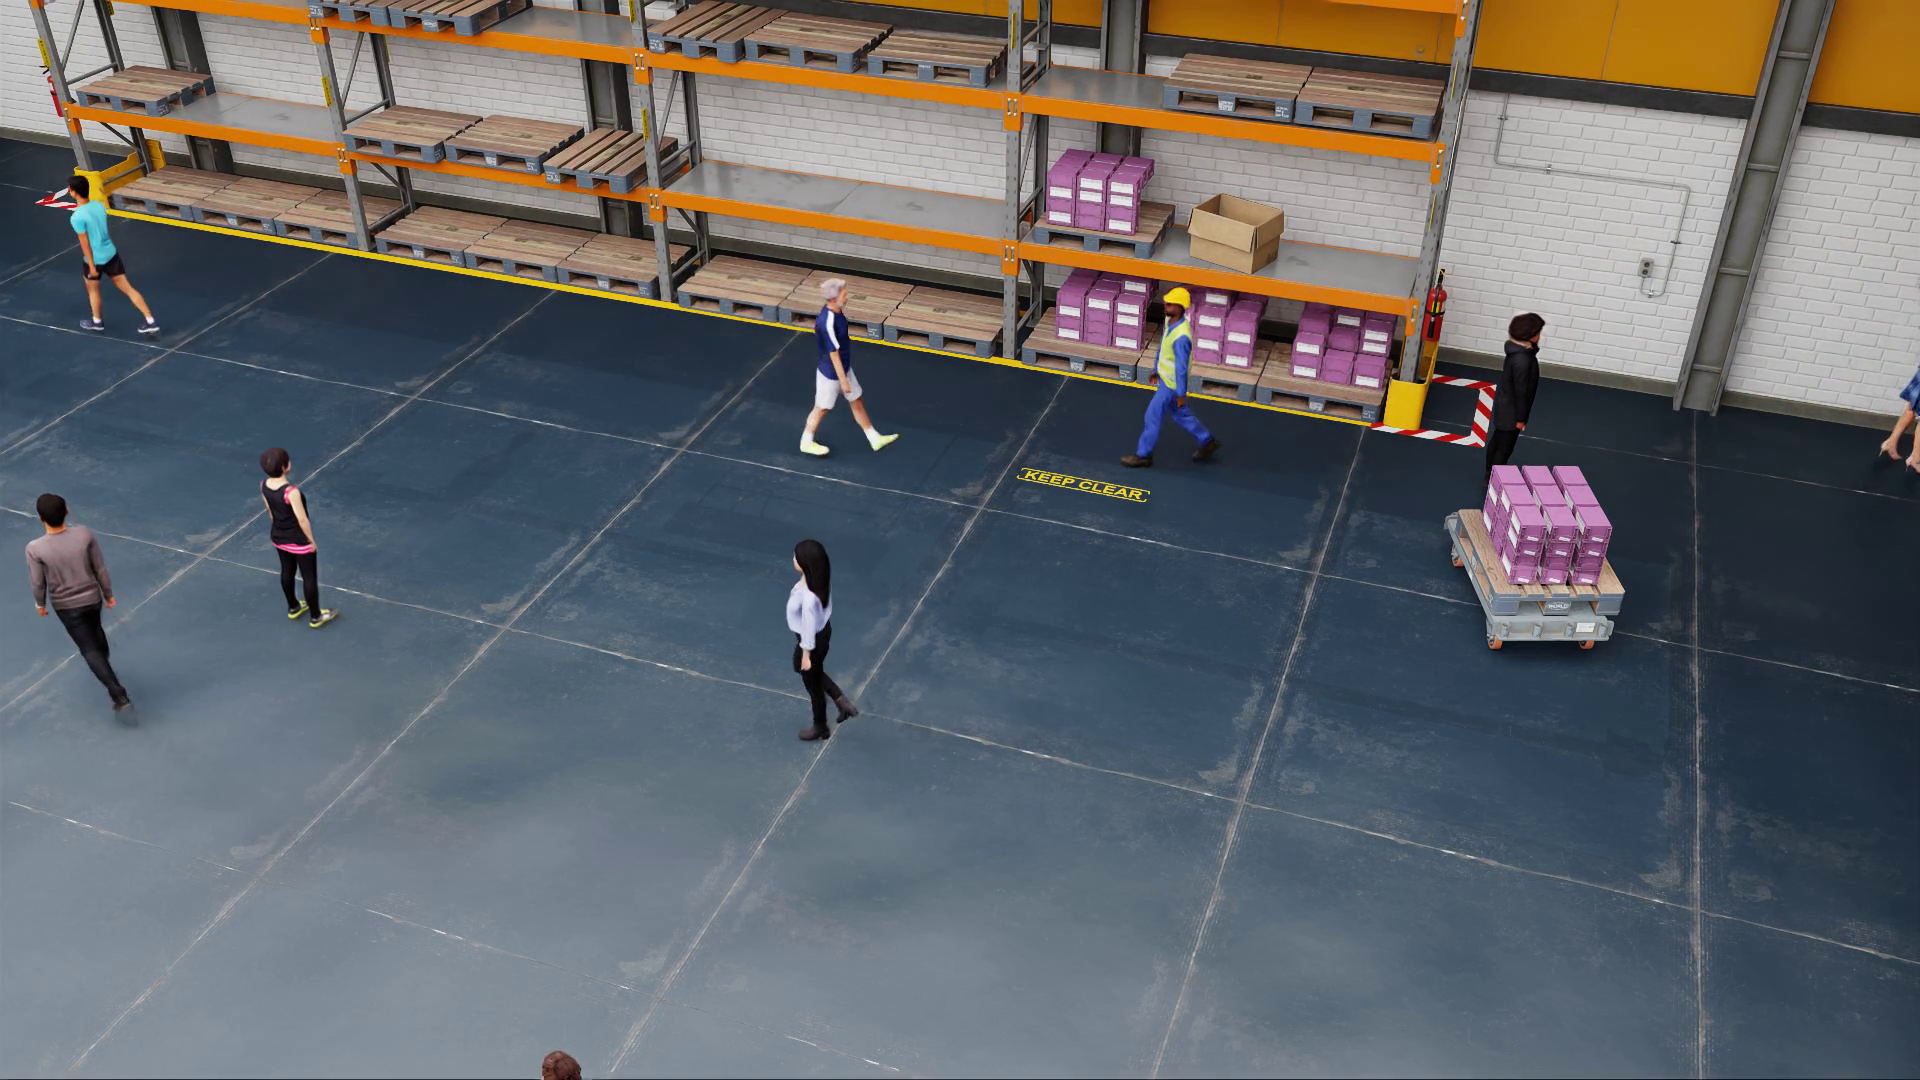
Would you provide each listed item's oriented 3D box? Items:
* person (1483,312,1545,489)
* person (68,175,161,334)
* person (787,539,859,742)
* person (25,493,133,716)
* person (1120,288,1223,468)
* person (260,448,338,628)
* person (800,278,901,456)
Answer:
[{"bbox_3d":[4.845,-1.176,14.599,0.690,1.781,0.687,3,34,4],"label":"person"},{"bbox_3d":[-8.801,-2.892,17.229,1.181,1.725,0.685,9,35,13],"label":"person"},{"bbox_3d":[-0.944,0.735,11.762,0.801,1.738,0.760,3,34,4],"label":"person"},{"bbox_3d":[-6.404,0.498,12.121,0.939,1.735,1.215,13,36,18],"label":"person"},{"bbox_3d":[1.996,-1.444,14.994,1.249,1.789,0.912,1,34,1],"label":"person"},{"bbox_3d":[-5.266,-0.033,13.088,0.491,1.549,0.622,18,38,25],"label":"person"},{"bbox_3d":[-1.224,-1.531,15.131,1.231,1.782,0.859,3,34,5],"label":"person"}]
